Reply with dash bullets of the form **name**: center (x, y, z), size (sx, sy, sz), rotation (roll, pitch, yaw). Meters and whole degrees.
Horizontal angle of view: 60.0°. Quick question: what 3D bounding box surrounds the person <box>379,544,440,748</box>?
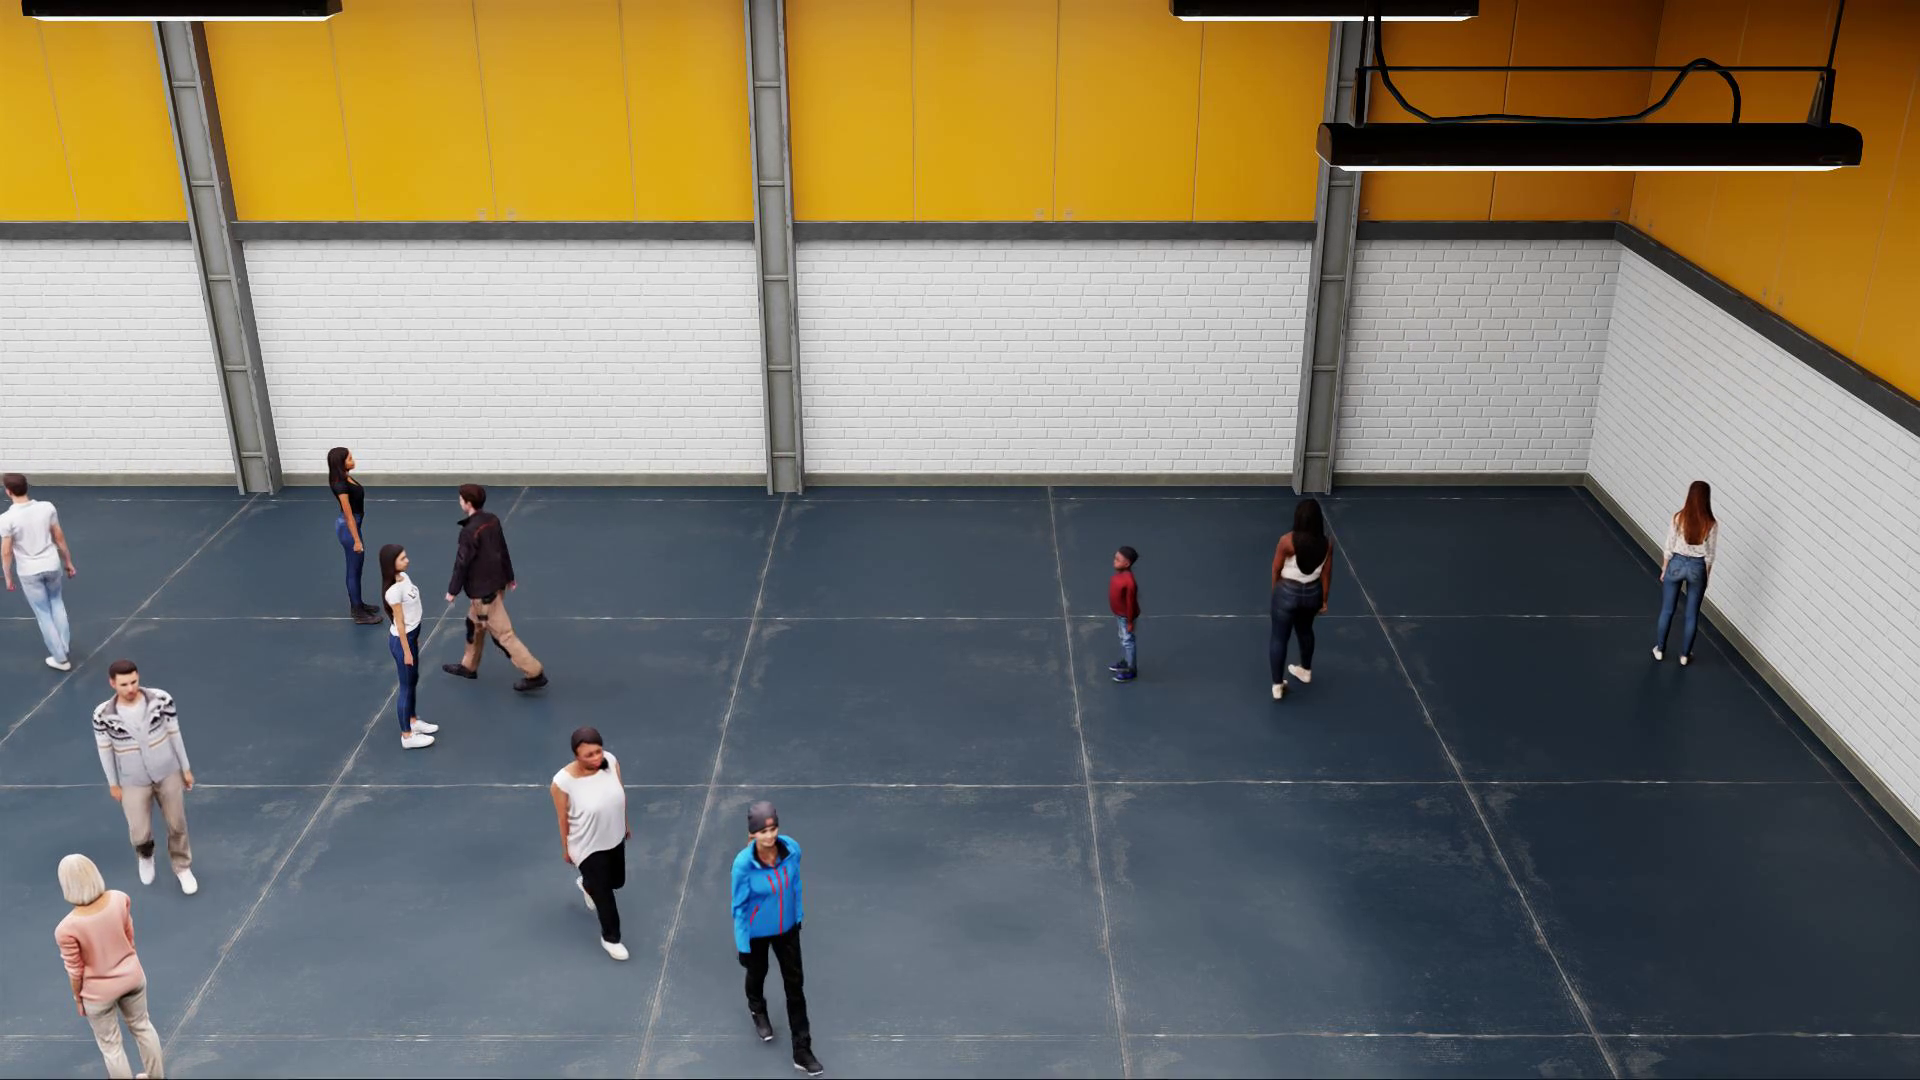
- **person**: center (-4.533, 0.847, 13.539), size (0.558, 1.774, 0.613), rotation (-4, 24, -10)

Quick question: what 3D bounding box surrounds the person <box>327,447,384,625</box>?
- **person**: center (-5.735, -0.053, 15.642), size (0.642, 1.740, 0.630), rotation (-10, 25, -21)

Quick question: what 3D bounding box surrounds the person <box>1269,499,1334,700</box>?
- **person**: center (2.866, 0.540, 14.245), size (0.731, 1.773, 0.755), rotation (0, 24, 1)

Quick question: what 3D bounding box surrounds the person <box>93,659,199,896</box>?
- **person**: center (-5.712, 1.616, 11.693), size (0.844, 1.844, 0.917), rotation (-16, 28, -32)

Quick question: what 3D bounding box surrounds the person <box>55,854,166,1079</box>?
- **person**: center (-4.936, 2.566, 9.670), size (0.684, 1.724, 0.669), rotation (14, 27, 29)

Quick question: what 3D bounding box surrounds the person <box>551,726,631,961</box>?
- **person**: center (-2.440, 1.964, 11.114), size (1.033, 1.670, 0.956), rotation (20, 30, 38)

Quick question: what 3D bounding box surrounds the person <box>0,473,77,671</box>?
- **person**: center (-8.100, 0.298, 14.716), size (0.954, 1.837, 0.895), rotation (16, 28, 33)

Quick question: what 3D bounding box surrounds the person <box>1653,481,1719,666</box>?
- **person**: center (6.504, 0.286, 14.880), size (0.589, 1.728, 0.708), rotation (12, 26, 25)

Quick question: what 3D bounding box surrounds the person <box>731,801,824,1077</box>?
- **person**: center (-1.200, 2.336, 10.146), size (1.081, 1.765, 0.992), rotation (-12, 26, -25)

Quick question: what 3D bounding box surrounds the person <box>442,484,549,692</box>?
- **person**: center (-3.983, 0.462, 14.288), size (1.290, 1.880, 0.799), rotation (4, 24, 8)

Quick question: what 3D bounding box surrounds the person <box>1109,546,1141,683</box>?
- **person**: center (1.488, 0.633, 14.686), size (0.560, 1.249, 0.550), rotation (-6, 24, -14)
